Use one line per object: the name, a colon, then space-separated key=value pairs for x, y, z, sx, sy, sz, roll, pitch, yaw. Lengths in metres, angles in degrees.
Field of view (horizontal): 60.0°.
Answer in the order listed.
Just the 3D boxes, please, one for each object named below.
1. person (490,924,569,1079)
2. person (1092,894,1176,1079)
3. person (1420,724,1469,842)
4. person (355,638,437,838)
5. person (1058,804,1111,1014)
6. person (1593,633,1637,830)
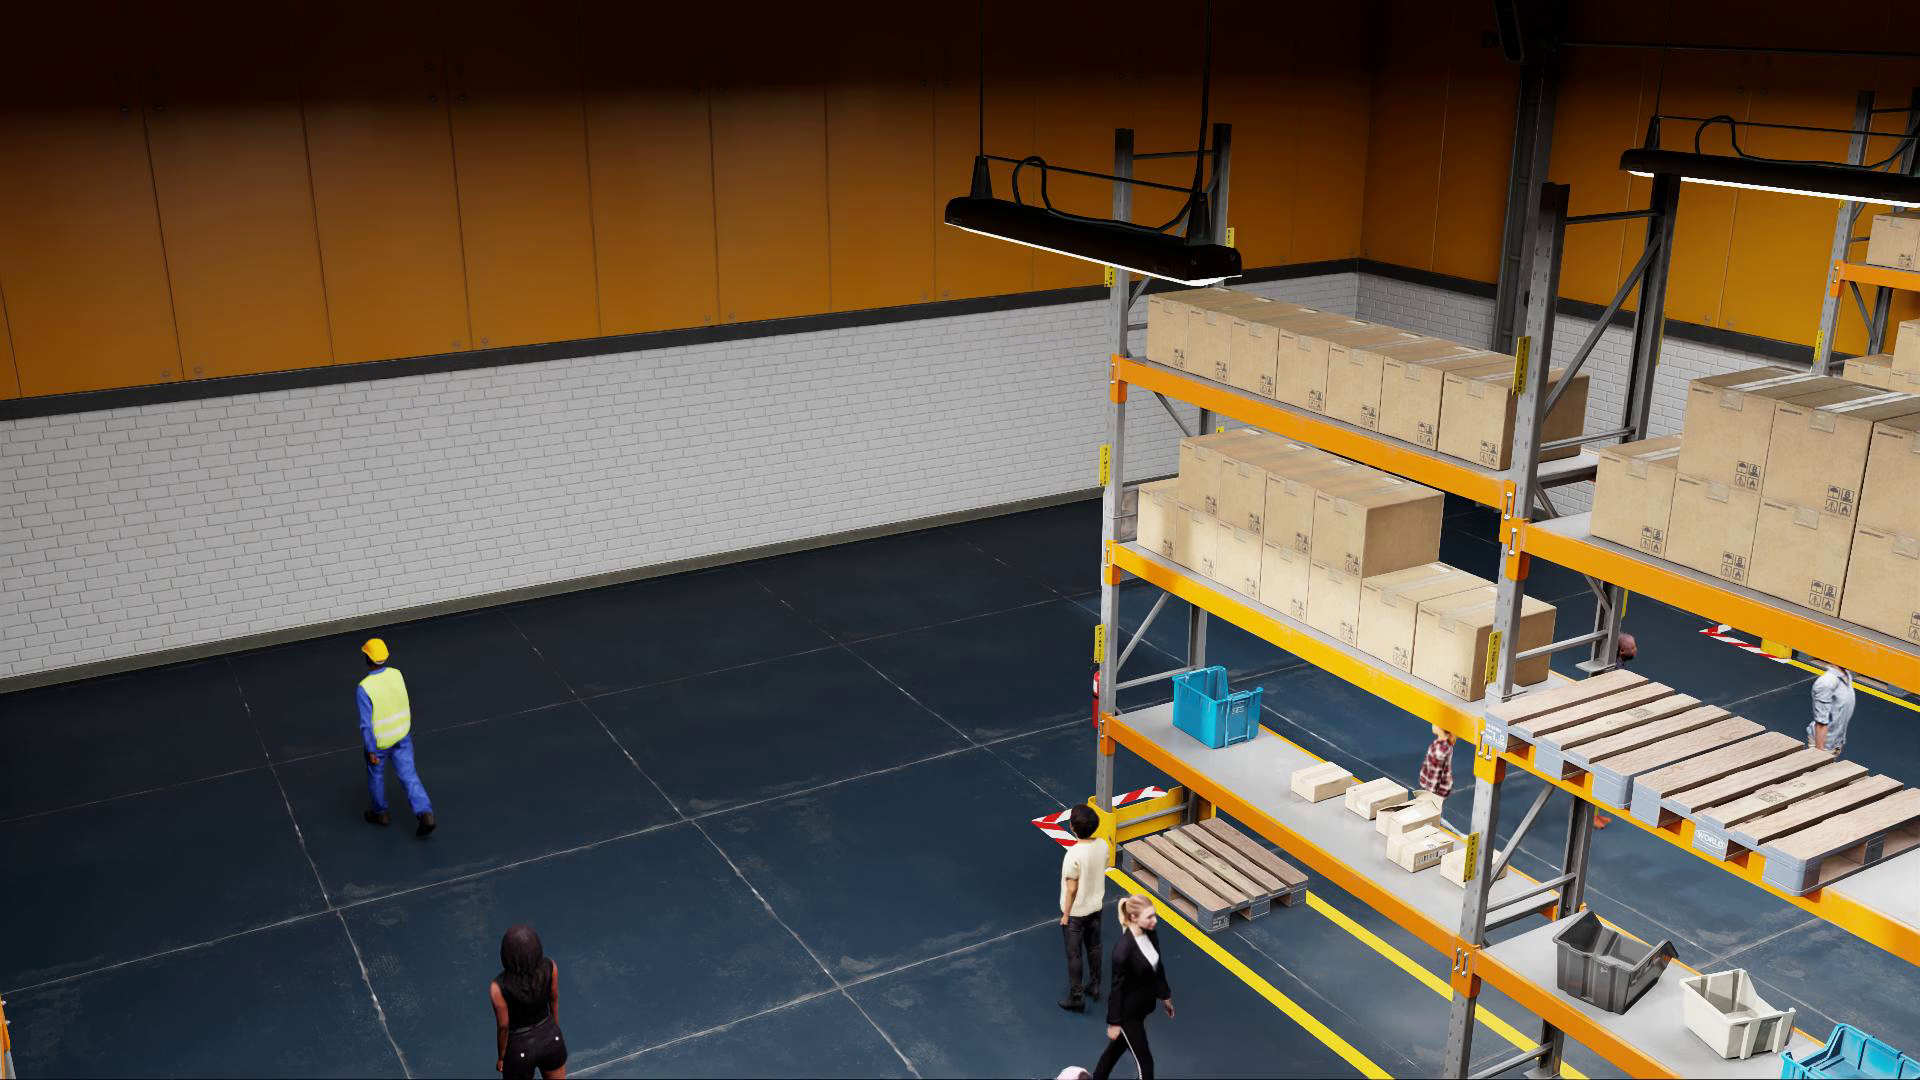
person: x=-2.600 y=3.101 z=10.103 sx=0.647 sy=1.740 sz=0.597 roll=-16 pitch=24 yaw=-40
person: x=1.020 y=2.982 z=10.571 sx=1.112 sy=1.668 sz=0.928 roll=11 pitch=21 yaw=29
person: x=4.053 y=2.061 z=13.906 sx=0.880 sy=1.285 sz=0.770 roll=8 pitch=20 yaw=23
person: x=-4.824 y=1.708 z=14.170 sx=1.253 sy=1.785 sz=0.937 roll=15 pitch=24 yaw=38
person: x=0.870 y=2.606 z=11.810 sx=0.635 sy=1.588 sz=0.548 roll=-17 pitch=25 yaw=-40
person: x=5.467 y=1.648 z=14.312 sx=0.896 sy=1.806 sz=0.791 roll=1 pitch=19 yaw=2
